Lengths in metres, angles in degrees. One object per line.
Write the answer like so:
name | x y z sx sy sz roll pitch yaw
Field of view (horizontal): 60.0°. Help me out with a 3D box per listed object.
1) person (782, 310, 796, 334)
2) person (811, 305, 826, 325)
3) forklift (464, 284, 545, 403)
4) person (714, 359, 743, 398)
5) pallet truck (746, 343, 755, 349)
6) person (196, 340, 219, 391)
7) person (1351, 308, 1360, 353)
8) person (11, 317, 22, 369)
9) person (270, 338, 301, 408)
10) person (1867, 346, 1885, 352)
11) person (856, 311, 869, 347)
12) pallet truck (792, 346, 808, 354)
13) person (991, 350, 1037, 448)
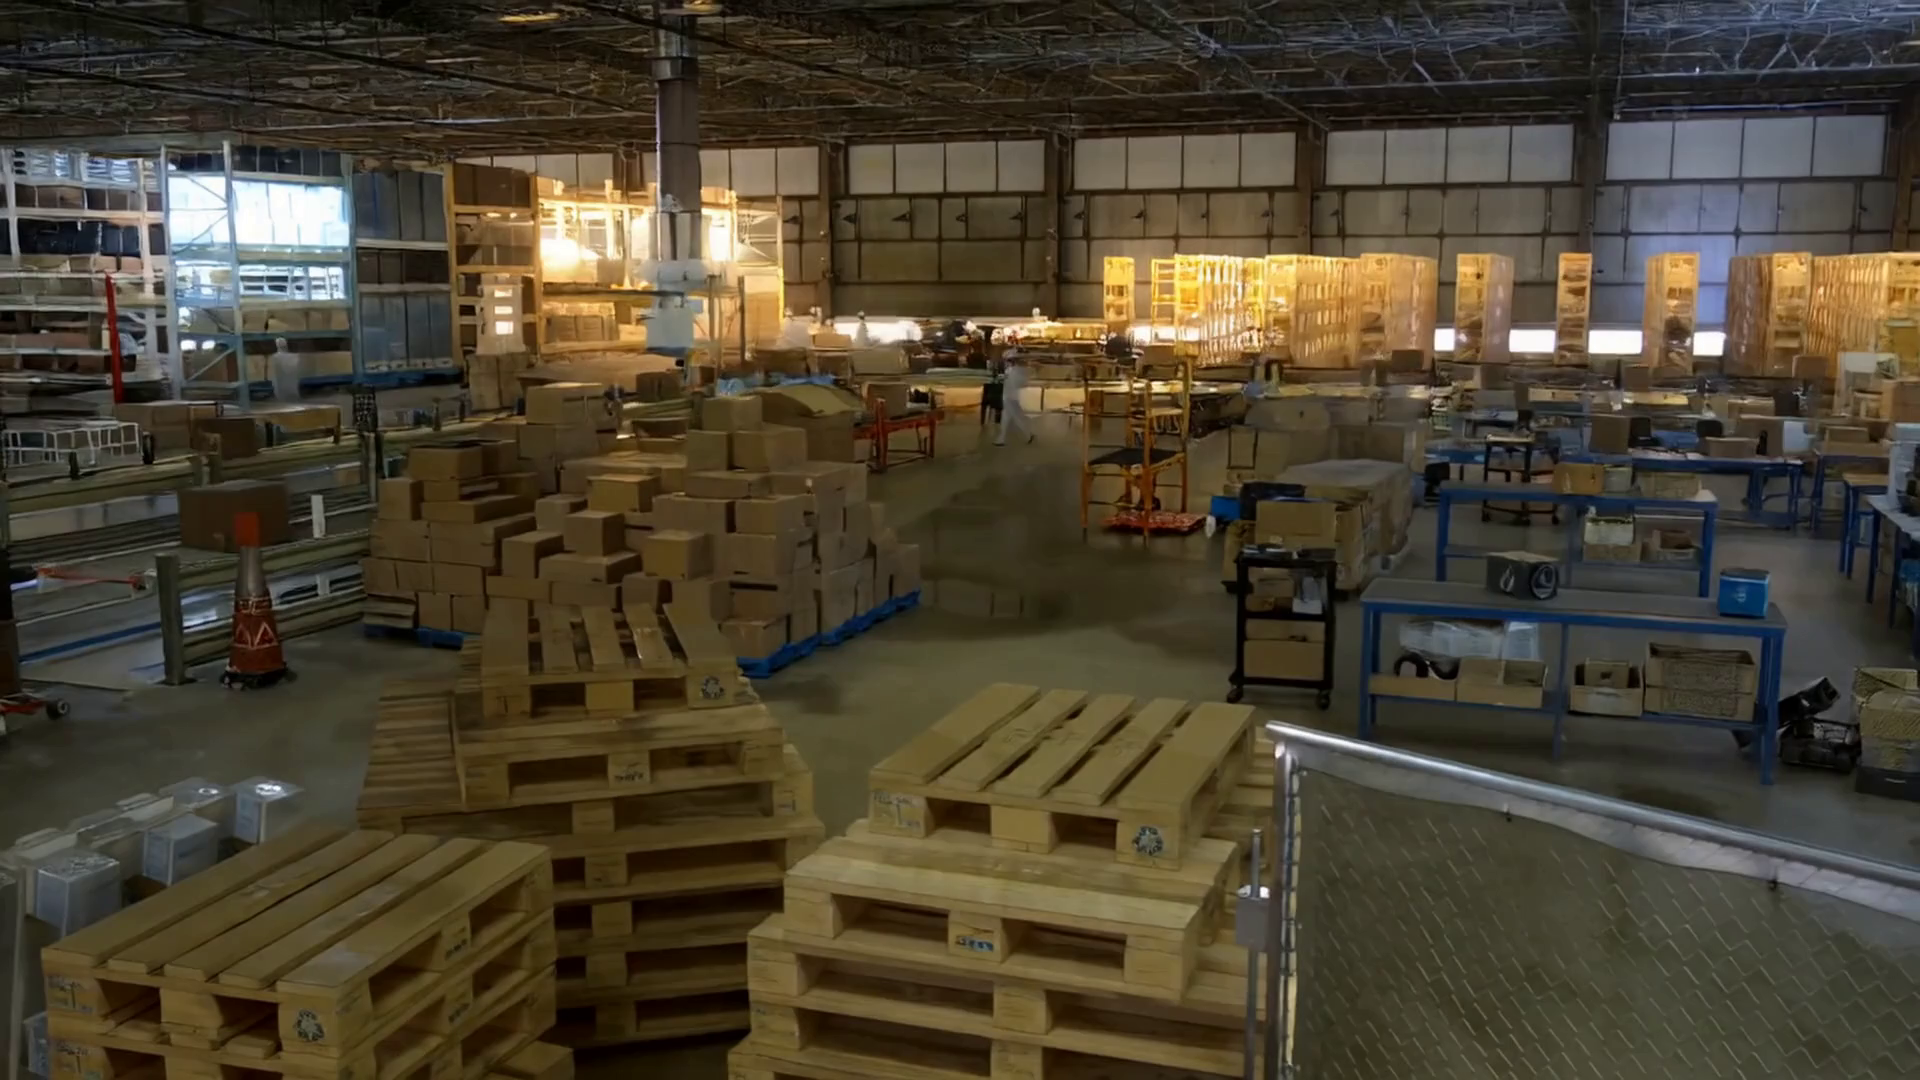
person | -6.508 -7.955 63.633 0.515 1.725 0.870 3 10 20
person | -5.147 -7.592 60.679 0.605 1.948 0.384 -6 11 -33
forklift | -10.832 -4.702 39.610 1.129 2.768 1.873 3 10 20
person | -3.739 -2.101 26.988 0.548 1.686 0.447 4 10 25
pallet truck | -6.183 -4.618 44.264 1.601 1.201 0.680 -9 12 -43
person | -19.073 -4.463 42.072 0.502 1.620 0.436 4 10 24
person | 14.534 -7.611 61.107 0.384 1.848 0.570 8 12 41
person | -25.422 -5.059 44.928 0.455 1.896 0.591 -8 12 -42
person | -12.499 -2.792 30.741 0.599 1.888 0.647 7 11 36
person | 21.160 -4.035 38.474 0.410 1.909 0.642 4 10 25
person | -2.878 -5.722 48.795 0.393 1.990 0.616 0 9 -3
pallet truck | -3.705 -4.298 42.022 0.653 1.274 1.630 3 10 20
person | 0.959 -2.499 29.354 0.801 1.734 0.522 -1 9 -9
